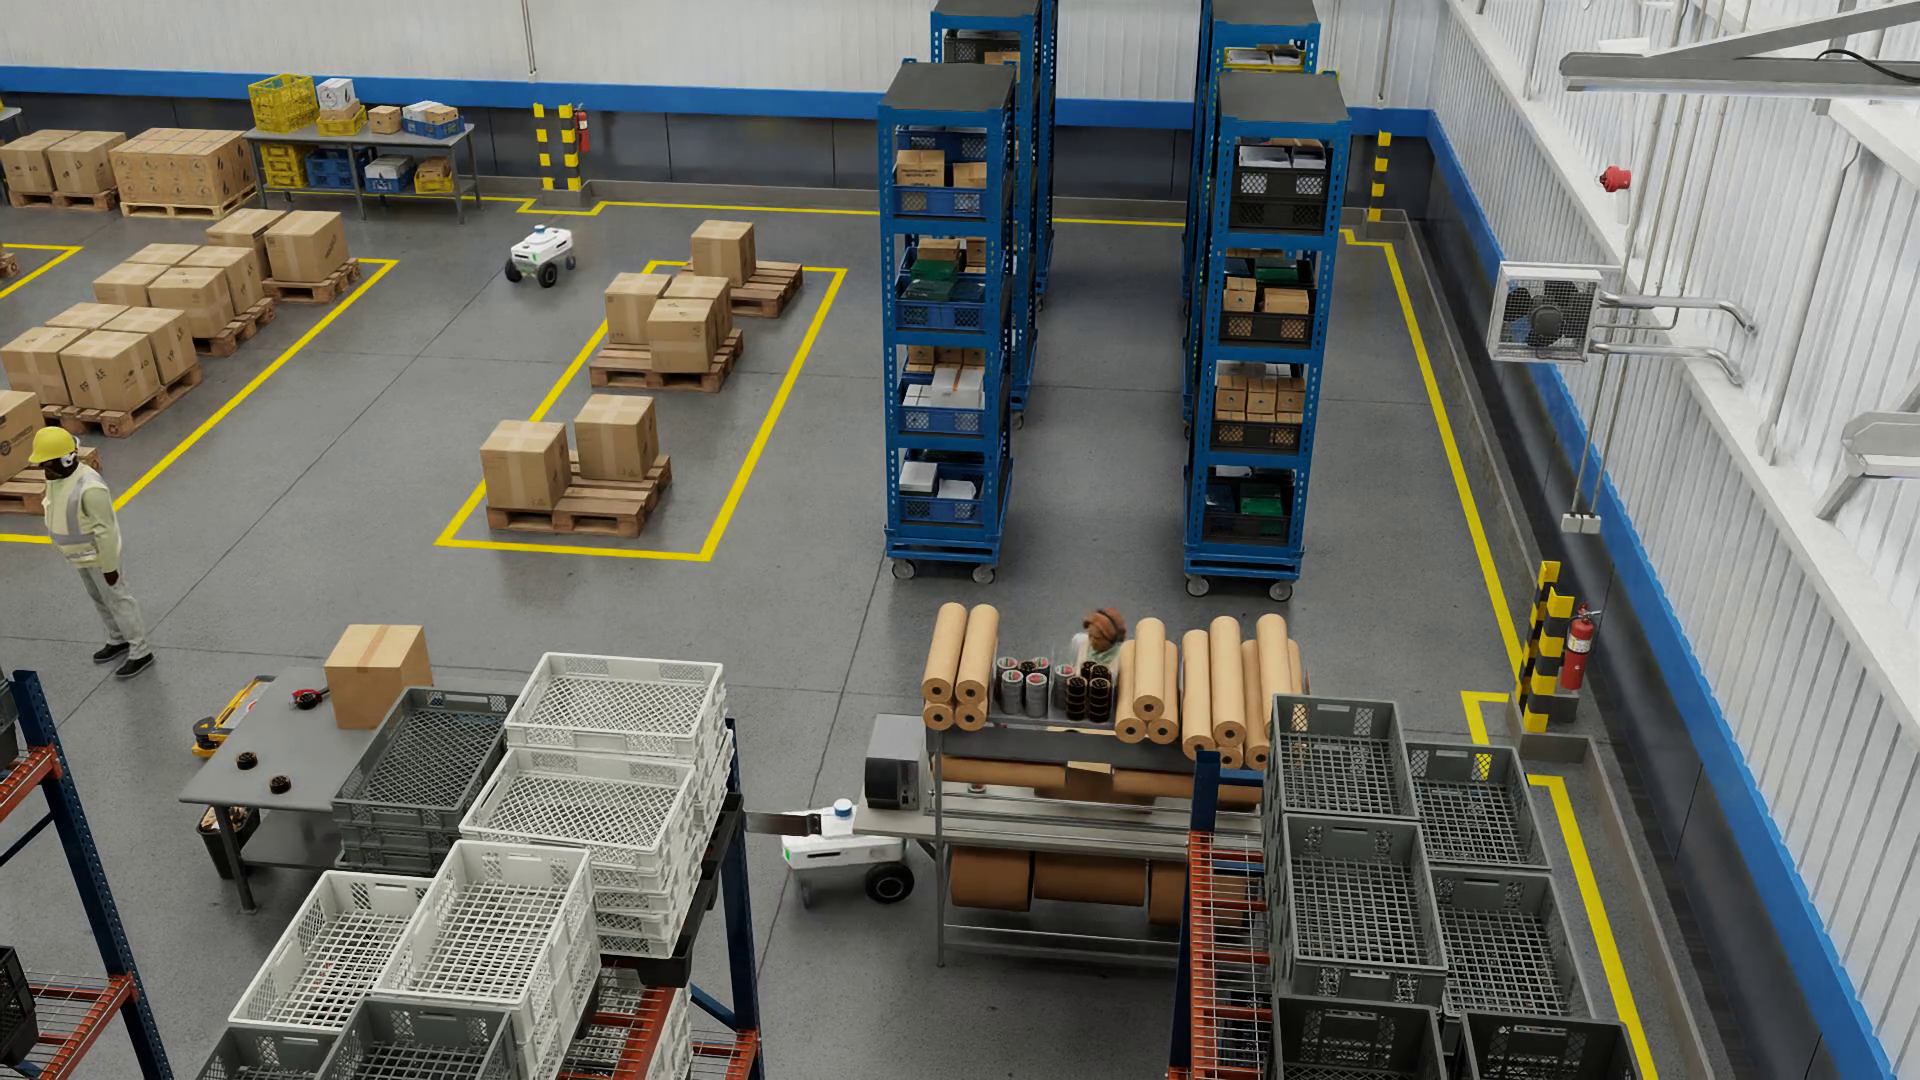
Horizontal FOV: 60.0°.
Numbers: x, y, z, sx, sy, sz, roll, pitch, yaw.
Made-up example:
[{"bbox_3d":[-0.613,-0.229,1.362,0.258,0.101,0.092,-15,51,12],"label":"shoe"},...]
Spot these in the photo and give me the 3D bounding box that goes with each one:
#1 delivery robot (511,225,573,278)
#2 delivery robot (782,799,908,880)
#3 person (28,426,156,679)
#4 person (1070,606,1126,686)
[{"bbox_3d":[-4.415,-3.081,17.567,0.477,0.478,0.707,12,32,20],"label":"delivery robot"},{"bbox_3d":[-0.655,1.681,9.389,0.707,0.478,0.477,-4,30,-6],"label":"delivery robot"},{"bbox_3d":[-5.765,0.065,11.002,0.590,1.823,0.403,23,37,33],"label":"person"},{"bbox_3d":[0.802,1.070,9.466,0.309,1.634,0.521,-22,37,-33],"label":"person"}]
